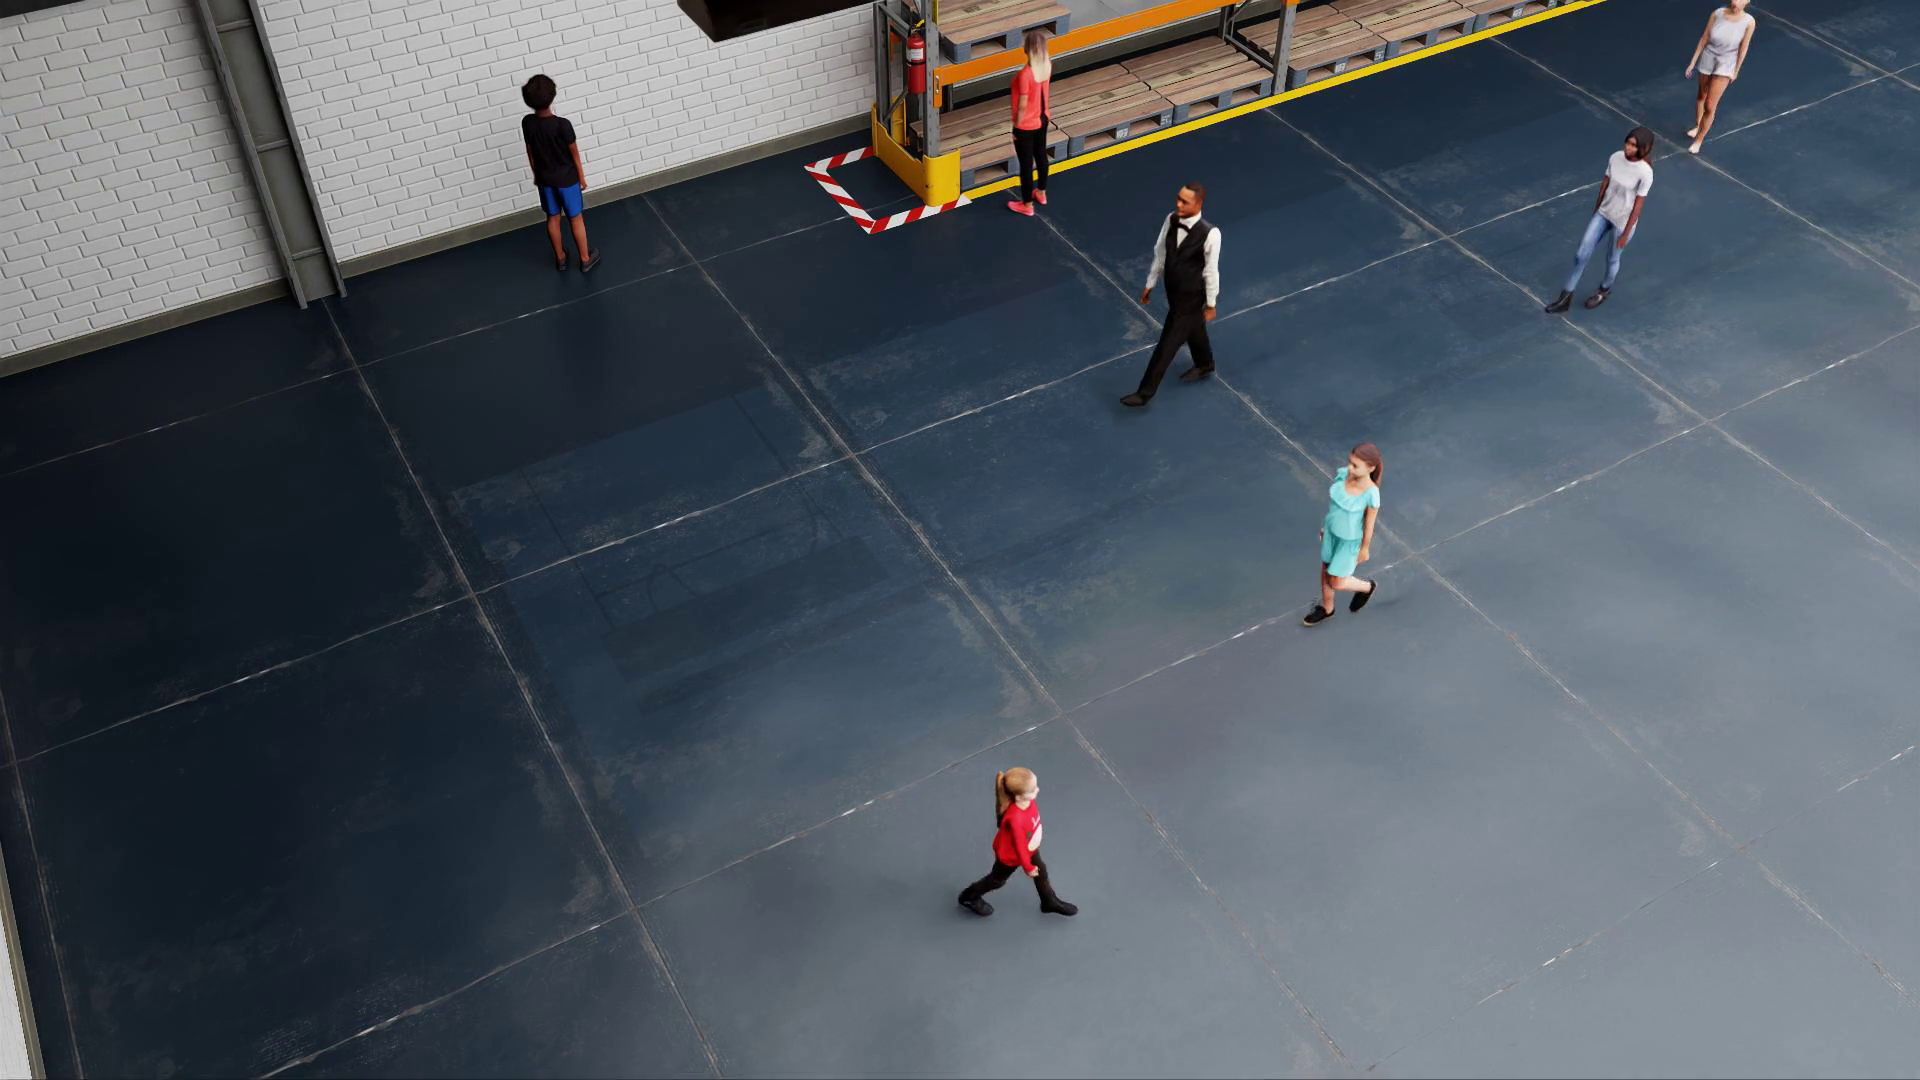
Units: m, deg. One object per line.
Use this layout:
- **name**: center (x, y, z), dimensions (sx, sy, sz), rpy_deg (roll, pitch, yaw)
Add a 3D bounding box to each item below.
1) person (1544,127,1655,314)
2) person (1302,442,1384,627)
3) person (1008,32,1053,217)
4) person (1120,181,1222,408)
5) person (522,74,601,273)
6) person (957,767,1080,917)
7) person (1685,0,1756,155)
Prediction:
- **person**: center (5.400, -2.618, 13.583), dimensions (0.909, 1.702, 0.645), rpy_deg (-25, 49, -24)
- **person**: center (2.600, -0.045, 10.994), dimensions (0.763, 1.547, 0.573), rpy_deg (-18, 47, -18)
- **person**: center (0.645, -3.687, 14.710), dimensions (0.726, 1.694, 0.602), rpy_deg (26, 50, 25)
- **person**: center (1.798, -1.922, 12.735), dimensions (1.261, 1.863, 0.766), rpy_deg (-25, 49, -24)
- **person**: center (-3.390, -3.065, 13.984), dimensions (0.687, 1.796, 0.771), rpy_deg (5, 44, 5)
- **person**: center (0.257, 1.732, 9.342), dimensions (0.928, 1.254, 0.883), rpy_deg (11, 45, 12)
- **person**: center (7.159, -4.504, 15.645), dimensions (0.701, 1.588, 0.864), rpy_deg (34, 53, 31)
